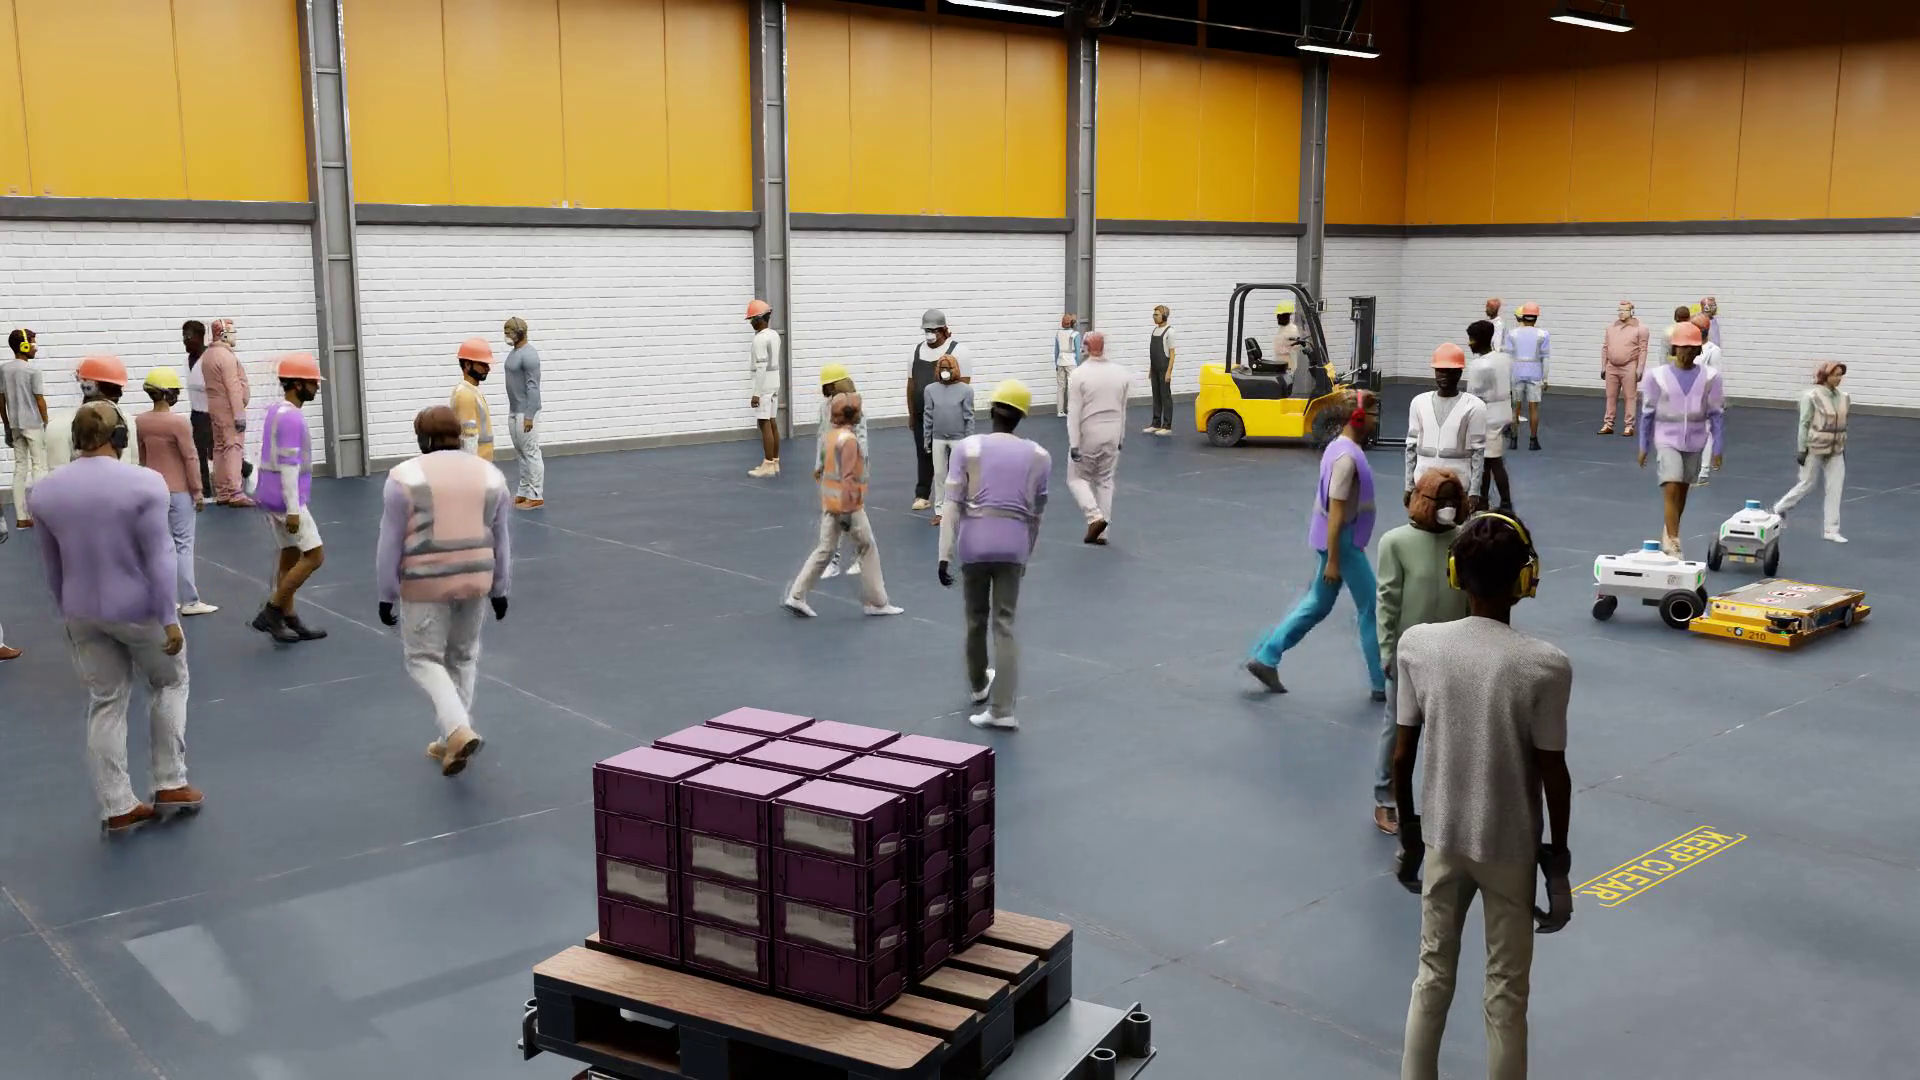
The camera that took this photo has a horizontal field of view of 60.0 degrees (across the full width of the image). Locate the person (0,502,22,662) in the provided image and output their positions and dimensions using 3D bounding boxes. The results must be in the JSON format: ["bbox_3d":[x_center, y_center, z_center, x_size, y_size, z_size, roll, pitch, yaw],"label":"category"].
[{"bbox_3d":[-6.176,-0.147,10.303,0.513,1.872,0.328,-1,10,-6],"label":"person"}]

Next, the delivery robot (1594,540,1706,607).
[{"bbox_3d":[4.789,0.247,11.563,0.707,0.478,0.477,5,11,26],"label":"delivery robot"}]

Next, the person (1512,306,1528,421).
[{"bbox_3d":[8.640,-2.715,25.627,0.303,1.772,0.530,3,10,16],"label":"person"}]

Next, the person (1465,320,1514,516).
[{"bbox_3d":[5.041,-1.144,15.966,0.712,1.924,0.639,9,13,41],"label":"person"}]

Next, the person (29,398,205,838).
[{"bbox_3d":[-3.710,0.331,7.373,0.649,1.909,0.654,1,10,3],"label":"person"}]

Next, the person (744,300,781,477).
[{"bbox_3d":[-2.272,-1.735,19.121,0.387,2.034,0.605,2,10,10],"label":"person"}]

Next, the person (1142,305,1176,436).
[{"bbox_3d":[2.843,-2.402,23.576,0.346,1.846,0.507,-5,11,-29],"label":"person"}]

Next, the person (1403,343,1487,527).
[{"bbox_3d":[3.335,-0.389,11.510,0.550,1.940,0.346,6,12,33],"label":"person"}]

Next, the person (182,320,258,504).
[{"bbox_3d":[-7.655,-1.311,17.048,0.600,1.895,0.678,7,12,36],"label":"person"}]

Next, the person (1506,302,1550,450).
[{"bbox_3d":[7.426,-2.141,21.783,0.553,1.933,0.368,5,11,25],"label":"person"}]

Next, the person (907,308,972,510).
[{"bbox_3d":[-0.238,-1.292,16.502,0.689,2.000,0.536,4,10,22],"label":"person"}]

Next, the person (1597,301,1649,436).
[{"bbox_3d":[9.354,-2.420,23.502,0.407,1.908,0.641,-9,13,-42],"label":"person"}]

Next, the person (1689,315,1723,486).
[{"bbox_3d":[8.149,-1.533,18.380,0.362,1.883,0.575,-2,10,-9],"label":"person"}]

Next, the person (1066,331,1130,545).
[{"bbox_3d":[1.195,-0.875,14.518,0.639,1.887,0.471,-5,11,-26],"label":"person"}]

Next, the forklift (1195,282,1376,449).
[{"bbox_3d":[4.328,-2.346,22.227,2.313,2.155,1.214,3,10,16],"label":"forklift"}]

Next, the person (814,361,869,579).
[{"bbox_3d":[-0.946,-0.561,13.173,0.525,1.726,0.490,7,12,35],"label":"person"}]

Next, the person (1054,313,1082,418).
[{"bbox_3d":[1.690,-2.719,26.024,0.514,1.642,0.314,10,14,44],"label":"person"}]

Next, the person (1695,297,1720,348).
[{"bbox_3d":[11.434,-2.769,25.536,0.650,1.911,0.409,-8,12,-38],"label":"person"}]

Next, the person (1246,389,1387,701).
[{"bbox_3d":[2.136,0.031,9.482,0.971,1.802,0.576,2,10,10],"label":"person"}]

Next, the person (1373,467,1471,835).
[{"bbox_3d":[2.063,0.488,7.299,0.502,1.629,0.280,-1,10,-5],"label":"person"}]

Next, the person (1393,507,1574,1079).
[{"bbox_3d":[1.418,0.847,4.508,0.508,1.862,0.329,8,13,39],"label":"person"}]

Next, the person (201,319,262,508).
[{"bbox_3d":[-7.380,-1.278,16.814,0.642,1.909,0.409,9,14,44],"label":"person"}]

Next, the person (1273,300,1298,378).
[{"bbox_3d":[4.666,-2.469,23.759,0.637,1.911,0.609,-1,10,-7],"label":"person"}]

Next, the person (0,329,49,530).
[{"bbox_3d":[-8.634,-1.015,15.416,0.520,1.861,0.332,3,10,16],"label":"person"}]

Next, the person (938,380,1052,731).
[{"bbox_3d":[0.183,0.064,9.120,0.643,1.857,0.851,-1,10,-6],"label":"person"}]

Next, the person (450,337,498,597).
[{"bbox_3d":[-3.612,-0.541,12.429,0.376,1.932,0.543,-3,10,-15],"label":"person"}]

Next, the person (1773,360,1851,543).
[{"bbox_3d":[7.700,-0.810,14.926,0.518,1.615,0.702,-3,10,-14],"label":"person"}]

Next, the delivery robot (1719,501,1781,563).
[{"bbox_3d":[6.396,-0.076,13.452,0.477,0.478,0.707,7,12,35],"label":"delivery robot"}]

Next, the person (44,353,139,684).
[{"bbox_3d":[-5.059,-0.108,9.775,0.430,1.972,0.655,6,11,31],"label":"person"}]

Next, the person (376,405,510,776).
[{"bbox_3d":[-2.475,0.256,8.109,0.664,1.822,0.624,-9,13,-42],"label":"person"}]

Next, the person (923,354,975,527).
[{"bbox_3d":[-0.105,-0.929,15.599,0.501,1.625,0.282,3,10,17],"label":"person"}]

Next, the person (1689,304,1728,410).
[{"bbox_3d":[11.690,-2.817,26.203,0.859,1.800,0.600,3,10,18],"label":"person"}]

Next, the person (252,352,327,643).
[{"bbox_3d":[-4.331,-0.264,10.848,0.474,1.916,0.564,-6,11,-30],"label":"person"}]

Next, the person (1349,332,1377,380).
[{"bbox_3d":[6.312,-2.765,26.131,0.318,1.698,0.534,-5,11,-26],"label":"person"}]

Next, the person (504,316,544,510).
[{"bbox_3d":[-4.385,-1.267,16.671,0.373,1.936,0.629,-6,11,-31],"label":"person"}]

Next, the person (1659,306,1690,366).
[{"bbox_3d":[10.571,-2.522,24.367,0.619,1.817,0.868,3,10,17],"label":"person"}]

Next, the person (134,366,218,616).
[{"bbox_3d":[-5.560,-0.340,11.728,0.525,1.770,0.306,3,10,18],"label":"person"}]

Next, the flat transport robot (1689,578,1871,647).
[{"bbox_3d":[5.606,0.475,11.334,1.431,0.197,0.652,-9,13,-42],"label":"flat transport robot"}]

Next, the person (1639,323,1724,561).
[{"bbox_3d":[6.009,-0.811,13.854,0.623,1.994,1.032,2,10,11],"label":"person"}]

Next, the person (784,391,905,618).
[{"bbox_3d":[-0.844,-0.239,11.625,0.837,1.603,0.526,-3,10,-19],"label":"person"}]

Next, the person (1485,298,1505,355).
[{"bbox_3d":[8.364,-2.869,26.232,0.442,1.873,0.634,1,10,4],"label":"person"}]
